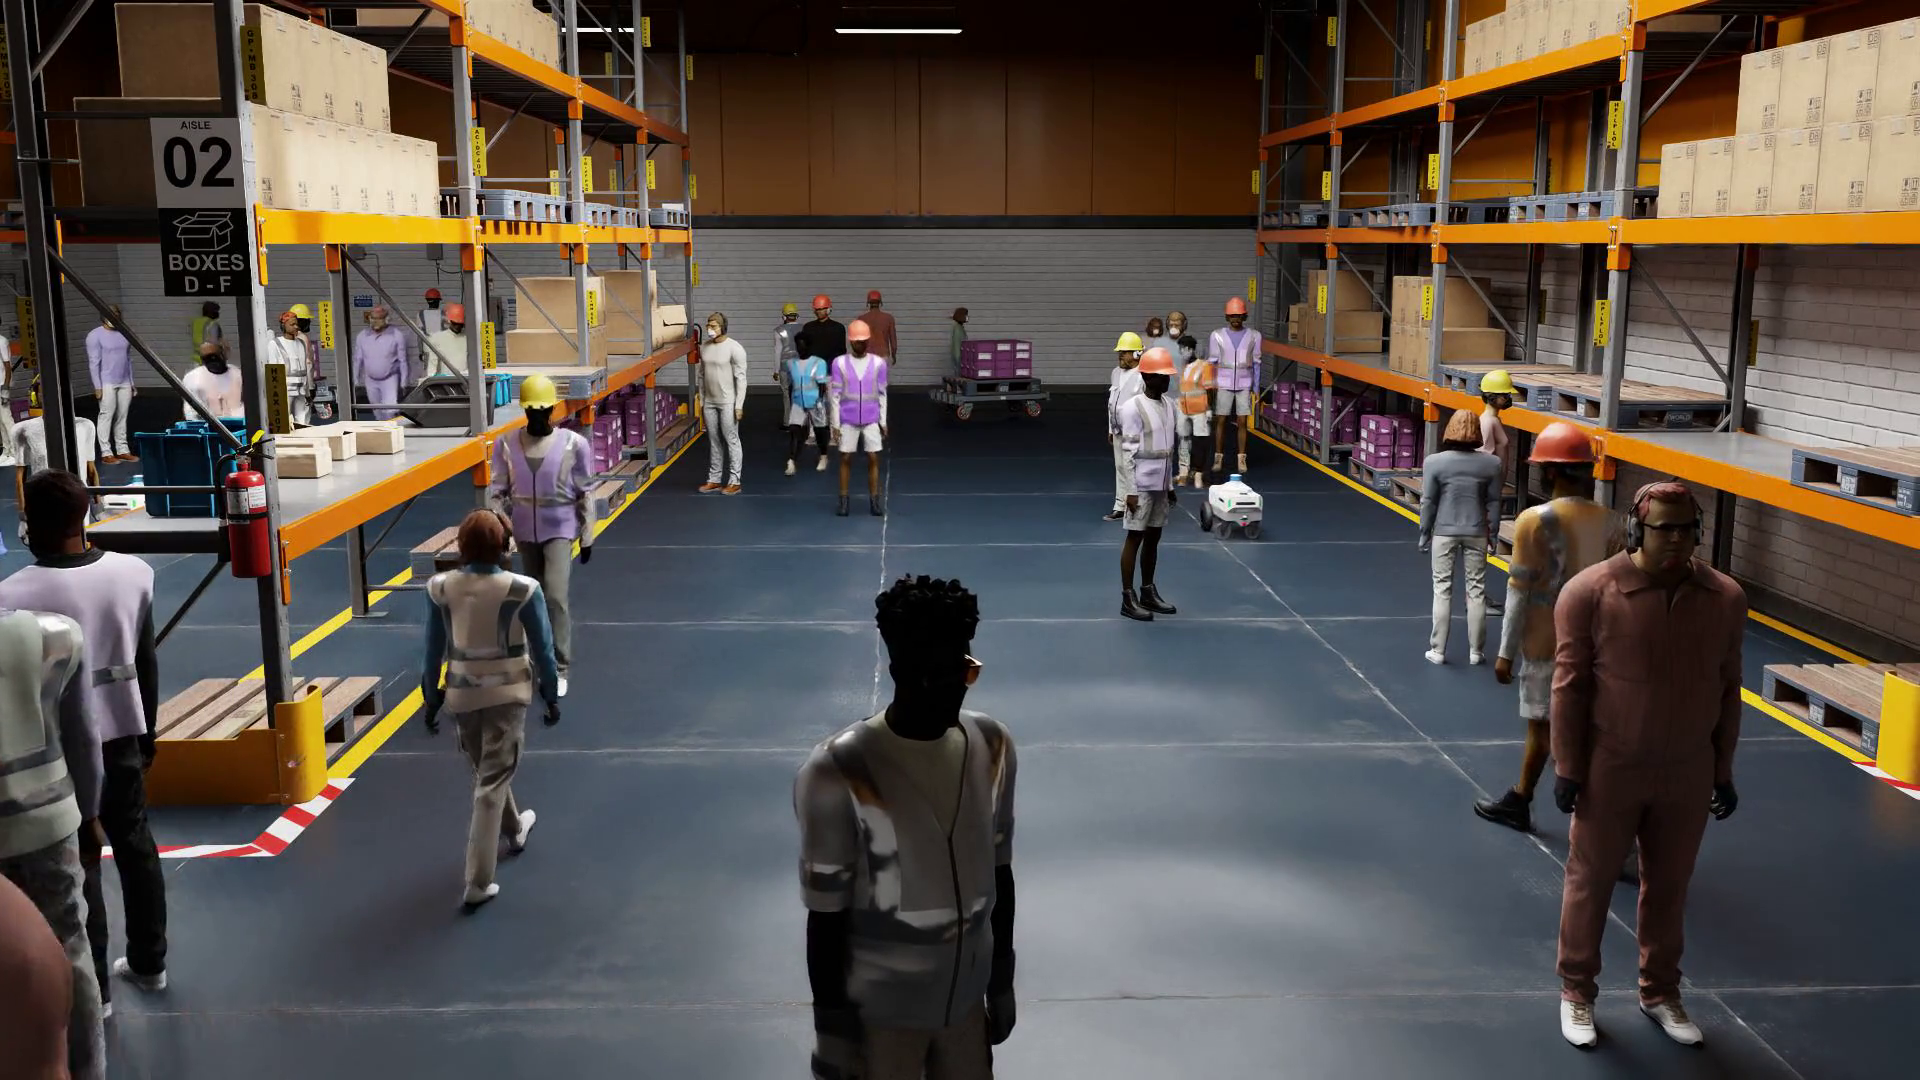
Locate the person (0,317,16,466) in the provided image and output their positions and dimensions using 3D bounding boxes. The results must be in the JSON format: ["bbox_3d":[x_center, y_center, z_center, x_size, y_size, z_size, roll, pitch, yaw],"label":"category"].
[{"bbox_3d":[-11.538,-1.818,19.955,0.533,1.869,0.311,10,14,44],"label":"person"}]

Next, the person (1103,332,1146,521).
[{"bbox_3d":[1.613,-1.056,15.809,0.404,1.829,0.600,-8,13,-37],"label":"person"}]

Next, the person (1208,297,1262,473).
[{"bbox_3d":[3.182,-1.784,19.277,0.615,2.041,0.392,1,10,8],"label":"person"}]

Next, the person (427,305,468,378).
[{"bbox_3d":[-6.121,-1.885,20.188,0.699,1.920,1.057,-6,12,-30],"label":"person"}]

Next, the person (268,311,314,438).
[{"bbox_3d":[-7.702,-1.685,19.174,0.355,1.883,0.572,4,11,20],"label":"person"}]

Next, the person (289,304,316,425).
[{"bbox_3d":[-8.043,-1.918,20.347,0.378,1.928,0.585,-9,13,-40],"label":"person"}]

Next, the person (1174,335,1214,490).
[{"bbox_3d":[2.571,-1.405,18.229,0.404,1.663,0.646,-8,13,-38],"label":"person"}]

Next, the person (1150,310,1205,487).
[{"bbox_3d":[2.360,-1.551,18.275,0.628,1.939,0.373,4,11,21],"label":"person"}]

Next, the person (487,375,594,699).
[{"bbox_3d":[-2.504,-0.018,9.857,0.592,1.897,0.795,1,10,6],"label":"person"}]

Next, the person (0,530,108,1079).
[{"bbox_3d":[-2.829,0.850,4.874,0.608,1.943,0.402,-10,14,-43],"label":"person"}]

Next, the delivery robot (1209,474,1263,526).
[{"bbox_3d":[2.518,-0.357,15.216,0.477,0.478,0.707,-1,10,-6],"label":"delivery robot"}]

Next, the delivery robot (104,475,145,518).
[{"bbox_3d":[-7.468,-0.351,15.182,0.477,0.478,0.707,1,10,8],"label":"delivery robot"}]

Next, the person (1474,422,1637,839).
[{"bbox_3d":[2.664,0.443,7.274,0.542,1.910,0.900,-6,12,-28],"label":"person"}]

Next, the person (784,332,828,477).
[{"bbox_3d":[-1.769,-1.581,19.239,0.539,1.650,0.864,3,11,16],"label":"person"}]

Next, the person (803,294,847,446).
[{"bbox_3d":[-1.794,-2.229,21.889,0.612,1.994,0.395,3,11,14],"label":"person"}]

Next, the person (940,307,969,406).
[{"bbox_3d":[-0.037,-2.983,27.115,0.458,1.619,0.520,2,10,14],"label":"person"}]

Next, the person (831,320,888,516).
[{"bbox_3d":[-0.984,-1.184,16.240,0.551,1.934,0.380,-2,10,-8],"label":"person"}]

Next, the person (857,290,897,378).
[{"bbox_3d":[-1.289,-2.836,25.428,0.599,1.947,1.016,1,10,7],"label":"person"}]

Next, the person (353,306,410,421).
[{"bbox_3d":[-7.210,-1.941,20.615,0.661,1.876,0.779,1,10,5],"label":"person"}]

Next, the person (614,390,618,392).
[{"bbox_3d":[-6.020,-3.115,27.118,0.538,1.910,0.821,8,13,38],"label":"person"}]

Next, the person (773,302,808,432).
[{"bbox_3d":[-2.384,-2.440,23.517,0.591,1.834,0.404,-7,12,-33],"label":"person"}]

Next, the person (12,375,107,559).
[{"bbox_3d":[-5.775,-0.159,10.712,0.537,1.869,0.312,-10,14,-43],"label":"person"}]

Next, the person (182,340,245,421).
[{"bbox_3d":[-6.617,-0.910,15.114,0.770,1.813,0.433,-9,13,-40],"label":"person"}]

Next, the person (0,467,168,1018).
[{"bbox_3d":[-3.037,0.709,5.769,0.405,1.929,0.605,5,11,24],"label":"person"}]

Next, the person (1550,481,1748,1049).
[{"bbox_3d":[2.292,0.750,5.545,0.643,1.909,0.410,0,10,-2],"label":"person"}]

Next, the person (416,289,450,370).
[{"bbox_3d":[-8.417,-3.061,26.703,0.543,1.932,0.376,-2,10,-10],"label":"person"}]

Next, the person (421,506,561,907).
[{"bbox_3d":[-1.933,0.652,6.934,0.538,1.588,0.876,2,10,8],"label":"person"}]

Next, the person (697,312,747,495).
[{"bbox_3d":[-2.539,-1.447,17.693,0.627,1.941,0.374,7,12,35],"label":"person"}]

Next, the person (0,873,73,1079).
[{"bbox_3d":[-1.796,1.222,3.087,0.671,1.855,0.947,7,12,33],"label":"person"}]

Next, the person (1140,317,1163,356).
[{"bbox_3d":[2.805,-2.454,24.257,0.538,1.600,0.740,0,10,0],"label":"person"}]

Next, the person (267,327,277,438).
[{"bbox_3d":[-9.008,-2.101,21.487,0.584,1.882,0.337,8,13,38],"label":"person"}]

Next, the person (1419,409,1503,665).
[{"bbox_3d":[3.167,-0.015,10.565,0.501,1.632,0.280,2,10,9],"label":"person"}]

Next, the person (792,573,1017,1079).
[{"bbox_3d":[-0.101,1.031,3.850,0.599,1.958,0.372,-8,13,-36],"label":"person"}]

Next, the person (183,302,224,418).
[{"bbox_3d":[-11.495,-2.739,25.370,0.723,1.780,1.005,7,12,33],"label":"person"}]

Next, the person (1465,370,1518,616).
[{"bbox_3d":[3.834,-0.345,12.035,0.312,1.768,0.522,4,11,19],"label":"person"}]

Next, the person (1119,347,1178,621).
[{"bbox_3d":[1.371,-0.403,11.878,0.373,1.939,0.545,10,14,43],"label":"person"}]

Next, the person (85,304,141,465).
[{"bbox_3d":[-10.238,-1.883,20.131,0.372,1.936,0.629,3,11,18],"label":"person"}]
